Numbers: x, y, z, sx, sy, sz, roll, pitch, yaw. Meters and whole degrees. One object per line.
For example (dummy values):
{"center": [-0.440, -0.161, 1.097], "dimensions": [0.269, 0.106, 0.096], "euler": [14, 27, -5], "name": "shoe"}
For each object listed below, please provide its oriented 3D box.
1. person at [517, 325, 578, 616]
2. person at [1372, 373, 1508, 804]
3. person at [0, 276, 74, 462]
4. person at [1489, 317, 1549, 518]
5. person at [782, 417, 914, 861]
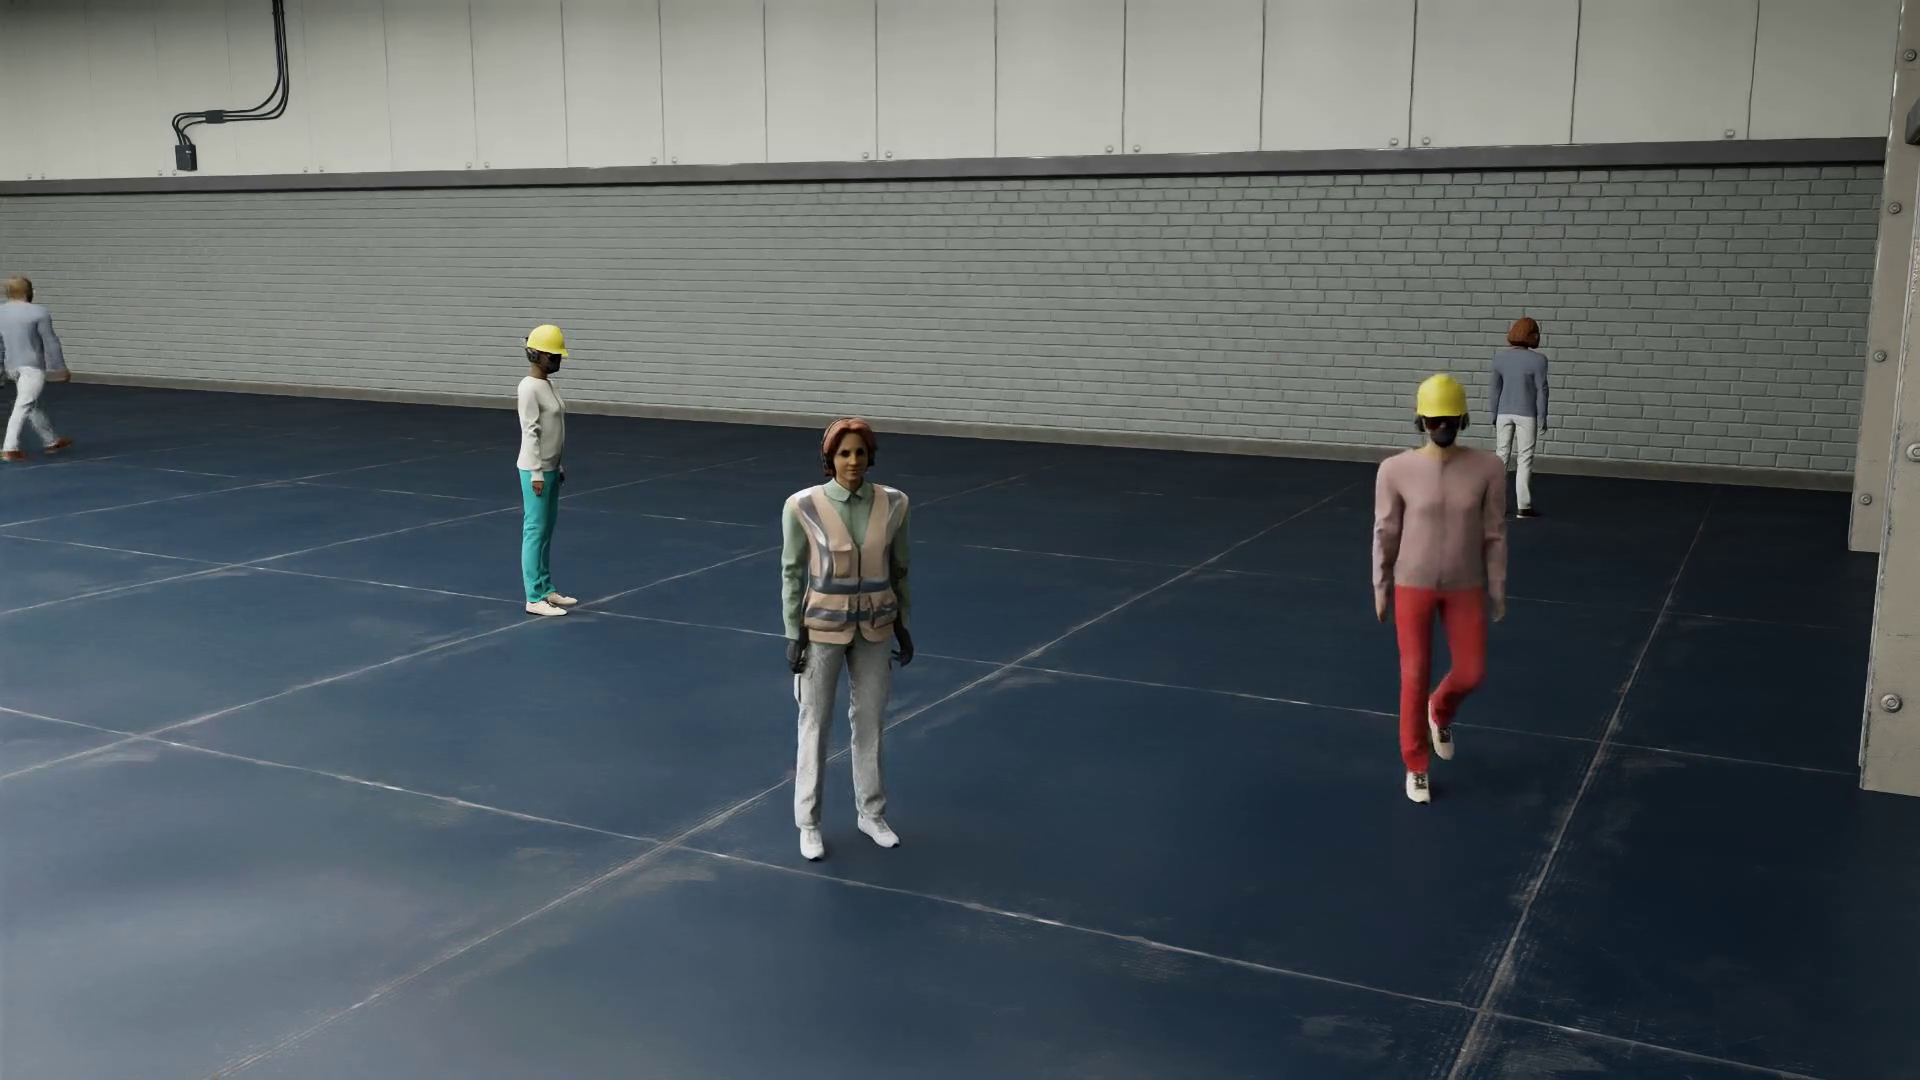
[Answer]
{"center": [-2.517, -0.424, 10.132], "dimensions": [0.328, 1.760, 0.524], "euler": [0, 10, 0], "name": "person"}
{"center": [1.956, 0.181, 6.836], "dimensions": [0.546, 1.750, 0.485], "euler": [1, 10, 4], "name": "person"}
{"center": [-9.578, -1.759, 17.104], "dimensions": [0.645, 1.883, 1.068], "euler": [3, 11, 15], "name": "person"}
{"center": [4.566, -0.998, 13.598], "dimensions": [0.268, 1.632, 0.507], "euler": [-9, 14, -40], "name": "person"}
{"center": [-0.414, 0.358, 6.184], "dimensions": [0.515, 1.641, 0.315], "euler": [-4, 11, -23], "name": "person"}
